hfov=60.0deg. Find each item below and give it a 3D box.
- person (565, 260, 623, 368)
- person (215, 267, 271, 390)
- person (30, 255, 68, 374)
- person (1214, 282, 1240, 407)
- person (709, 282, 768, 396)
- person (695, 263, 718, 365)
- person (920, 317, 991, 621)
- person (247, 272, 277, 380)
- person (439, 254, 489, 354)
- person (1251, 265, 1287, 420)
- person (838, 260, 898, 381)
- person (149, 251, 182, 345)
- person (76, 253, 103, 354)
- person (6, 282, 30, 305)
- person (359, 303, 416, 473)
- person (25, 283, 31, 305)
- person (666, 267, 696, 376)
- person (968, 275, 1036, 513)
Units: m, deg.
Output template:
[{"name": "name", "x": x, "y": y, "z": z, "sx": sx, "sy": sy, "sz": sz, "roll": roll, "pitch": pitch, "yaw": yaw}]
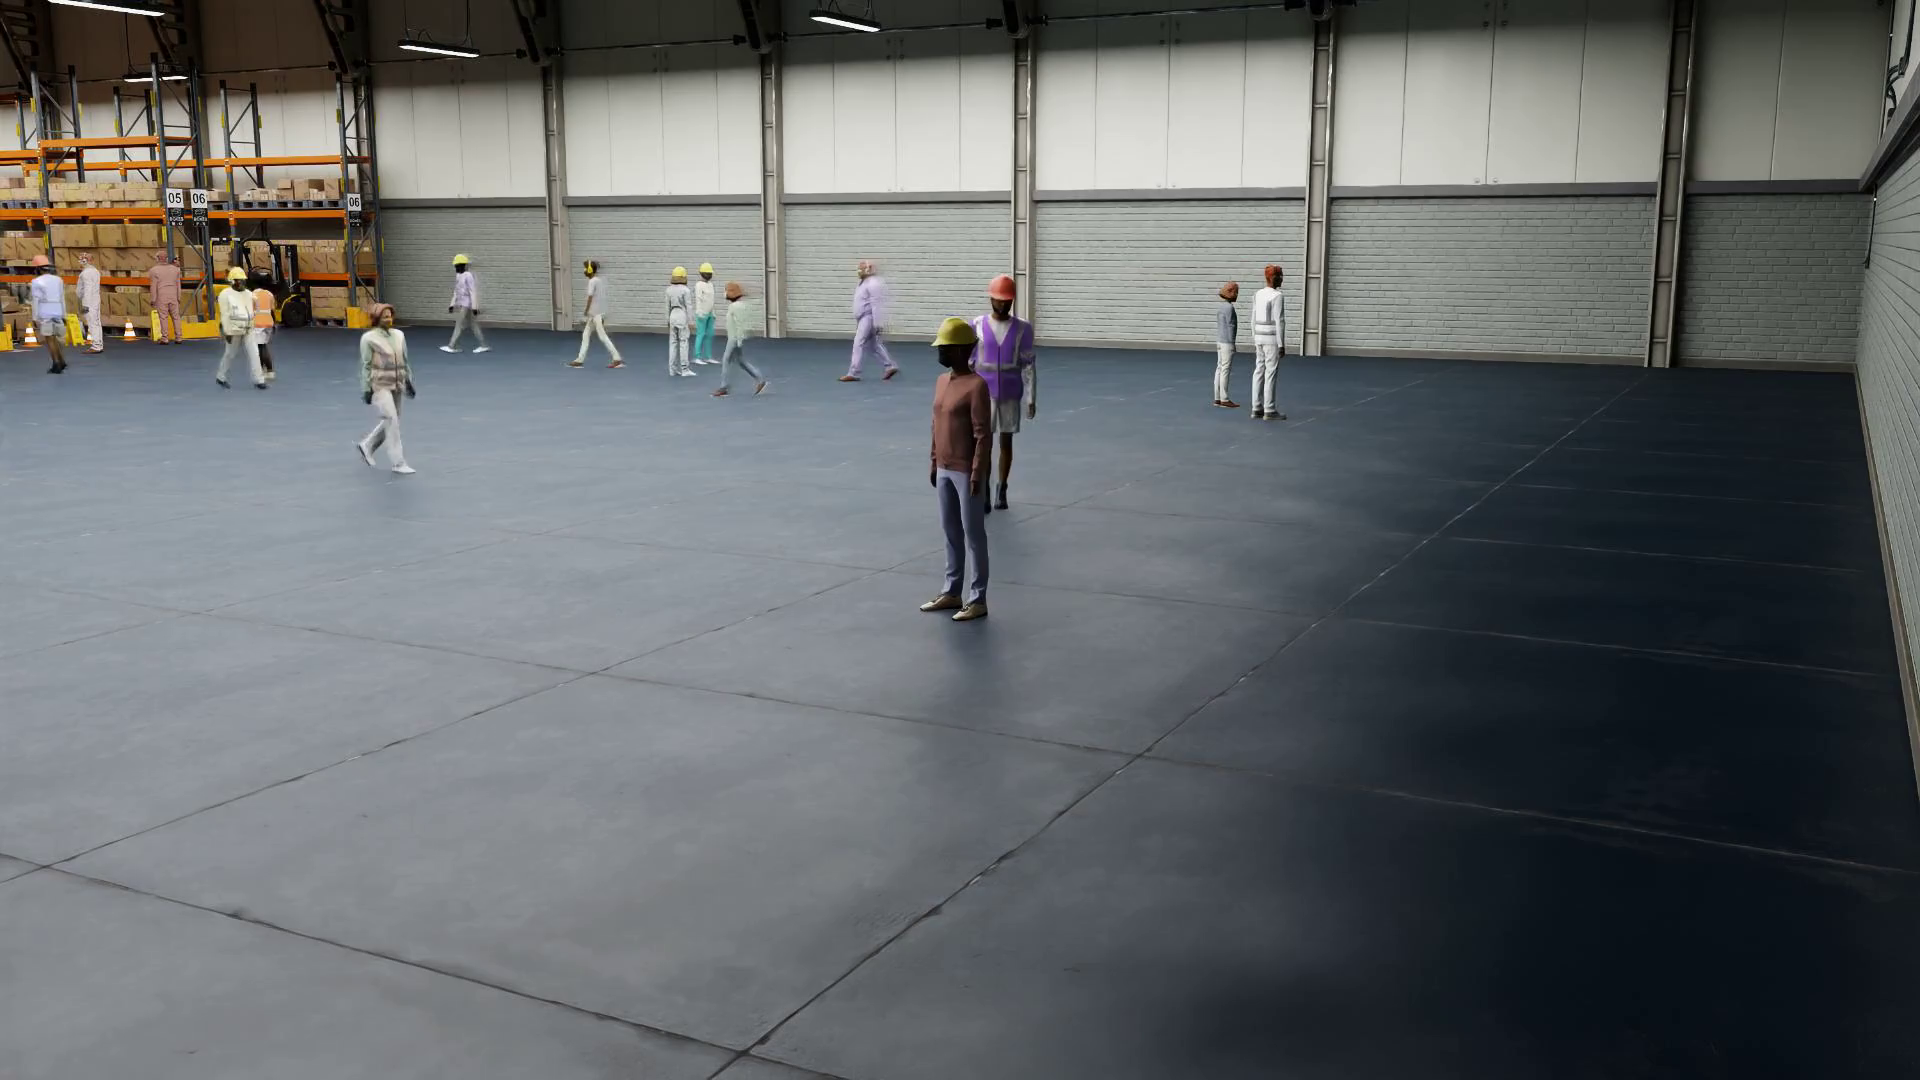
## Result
[{"name": "person", "x": -6.177, "y": -3.802, "z": 28.101, "sx": 0.979, "sy": 1.828, "sz": 0.539, "roll": -1, "pitch": 10, "yaw": -6}, {"name": "person", "x": -10.521, "y": -3.070, "z": 24.183, "sx": 0.916, "sy": 1.793, "sz": 0.611, "roll": 5, "pitch": 12, "yaw": 25}, {"name": "person", "x": -14.783, "y": -3.650, "z": 26.965, "sx": 0.450, "sy": 1.920, "sz": 0.566, "roll": 5, "pitch": 11, "yaw": 24}, {"name": "person", "x": 3.506, "y": -2.559, "z": 21.807, "sx": 0.280, "sy": 1.633, "sz": 0.498, "roll": -1, "pitch": 10, "yaw": -8}, {"name": "person", "x": -3.101, "y": -2.815, "z": 23.296, "sx": 0.794, "sy": 1.599, "sz": 0.510, "roll": -2, "pitch": 11, "yaw": -12}, {"name": "person", "x": -4.418, "y": -3.943, "z": 28.999, "sx": 0.325, "sy": 1.767, "sz": 0.532, "roll": 4, "pitch": 11, "yaw": 22}, {"name": "person", "x": -0.017, "y": -0.415, "z": 9.756, "sx": 0.316, "sy": 1.769, "sz": 0.525, "roll": -7, "pitch": 13, "yaw": -34}, {"name": "person", "x": -10.946, "y": -3.317, "z": 25.809, "sx": 0.734, "sy": 1.666, "sz": 0.557, "roll": 4, "pitch": 11, "yaw": 22}, {"name": "person", "x": -9.475, "y": -4.489, "z": 31.685, "sx": 1.002, "sy": 1.873, "sz": 0.594, "roll": -6, "pitch": 12, "yaw": -31}, {"name": "person", "x": 3.778, "y": -2.411, "z": 20.316, "sx": 0.337, "sy": 1.882, "sz": 0.585, "roll": -5, "pitch": 11, "yaw": -23}, {"name": "person", "x": -1.405, "y": -3.386, "z": 25.690, "sx": 0.973, "sy": 1.869, "sz": 0.650, "roll": -3, "pitch": 11, "yaw": -18}, {"name": "person", "x": -16.354, "y": -4.973, "z": 34.224, "sx": 0.403, "sy": 1.911, "sz": 0.637, "roll": 8, "pitch": 13, "yaw": 37}, {"name": "person", "x": -16.578, "y": -4.502, "z": 31.660, "sx": 0.408, "sy": 1.908, "sz": 0.641, "roll": -3, "pitch": 11, "yaw": -14}, {"name": "person", "x": -24.410, "y": -6.611, "z": 43.073, "sx": 0.378, "sy": 1.940, "sz": 0.629, "roll": 6, "pitch": 12, "yaw": 29}, {"name": "person", "x": -5.499, "y": -1.452, "z": 15.816, "sx": 0.732, "sy": 1.618, "sz": 0.510, "roll": 5, "pitch": 11, "yaw": 25}, {"name": "person", "x": -24.437, "y": -6.669, "z": 43.569, "sx": 0.450, "sy": 1.873, "sz": 0.609, "roll": 4, "pitch": 11, "yaw": 20}, {"name": "person", "x": -4.470, "y": -3.493, "z": 26.602, "sx": 0.492, "sy": 1.742, "sz": 0.318, "roll": 6, "pitch": 12, "yaw": 30}, {"name": "person", "x": 0.333, "y": -1.161, "z": 13.417, "sx": 0.572, "sy": 1.910, "sz": 0.783, "roll": 0, "pitch": 10, "yaw": -1}]
